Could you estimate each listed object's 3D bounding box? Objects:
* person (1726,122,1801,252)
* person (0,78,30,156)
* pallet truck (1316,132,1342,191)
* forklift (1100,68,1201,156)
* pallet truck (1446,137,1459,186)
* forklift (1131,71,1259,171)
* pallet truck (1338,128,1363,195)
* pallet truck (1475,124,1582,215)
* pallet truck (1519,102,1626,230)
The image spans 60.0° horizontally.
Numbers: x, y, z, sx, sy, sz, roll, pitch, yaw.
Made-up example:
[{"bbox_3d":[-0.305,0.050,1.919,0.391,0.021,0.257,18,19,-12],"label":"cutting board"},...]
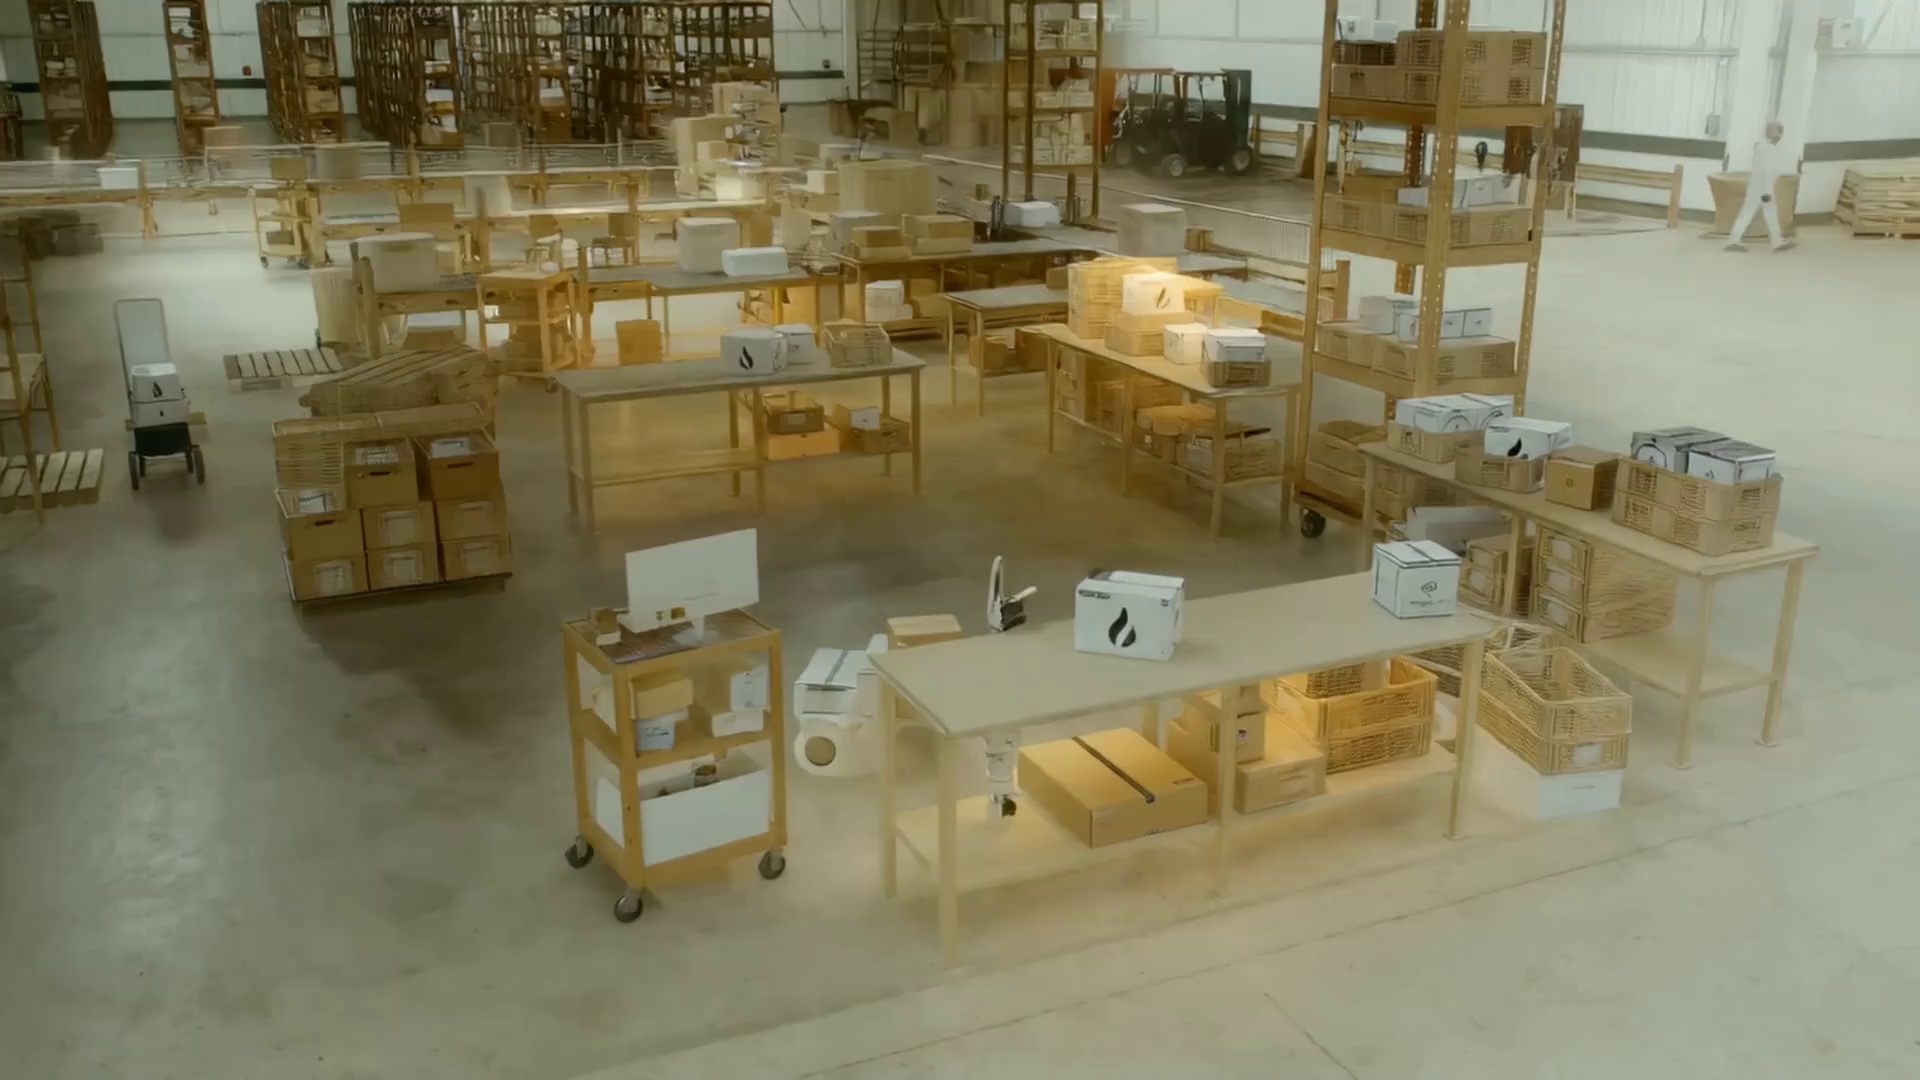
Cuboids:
[{"bbox_3d":[11.644,-5.056,23.919,0.991,1.852,0.661,11,21,31],"label":"person"},{"bbox_3d":[-22.997,-10.251,40.340,0.591,1.824,0.404,-1,18,-3],"label":"person"},{"bbox_3d":[7.723,-7.504,32.656,1.601,1.201,0.680,-8,19,-23],"label":"pallet truck"},{"bbox_3d":[4.082,-9.564,37.410,2.680,1.987,1.157,-8,19,-23],"label":"forklift"},{"bbox_3d":[9.184,-6.485,29.328,1.630,1.274,0.653,-8,19,-23],"label":"pallet truck"},{"bbox_3d":[4.998,-8.936,35.413,2.680,1.987,1.157,-9,20,-25],"label":"forklift"},{"bbox_3d":[7.845,-7.140,31.411,1.522,1.261,0.704,-9,20,-25],"label":"pallet truck"},{"bbox_3d":[9.707,-6.455,28.103,1.885,1.965,0.823,-7,19,-20],"label":"pallet truck"},{"bbox_3d":[9.972,-6.037,26.785,1.885,1.965,0.823,-9,20,-25],"label":"pallet truck"}]
